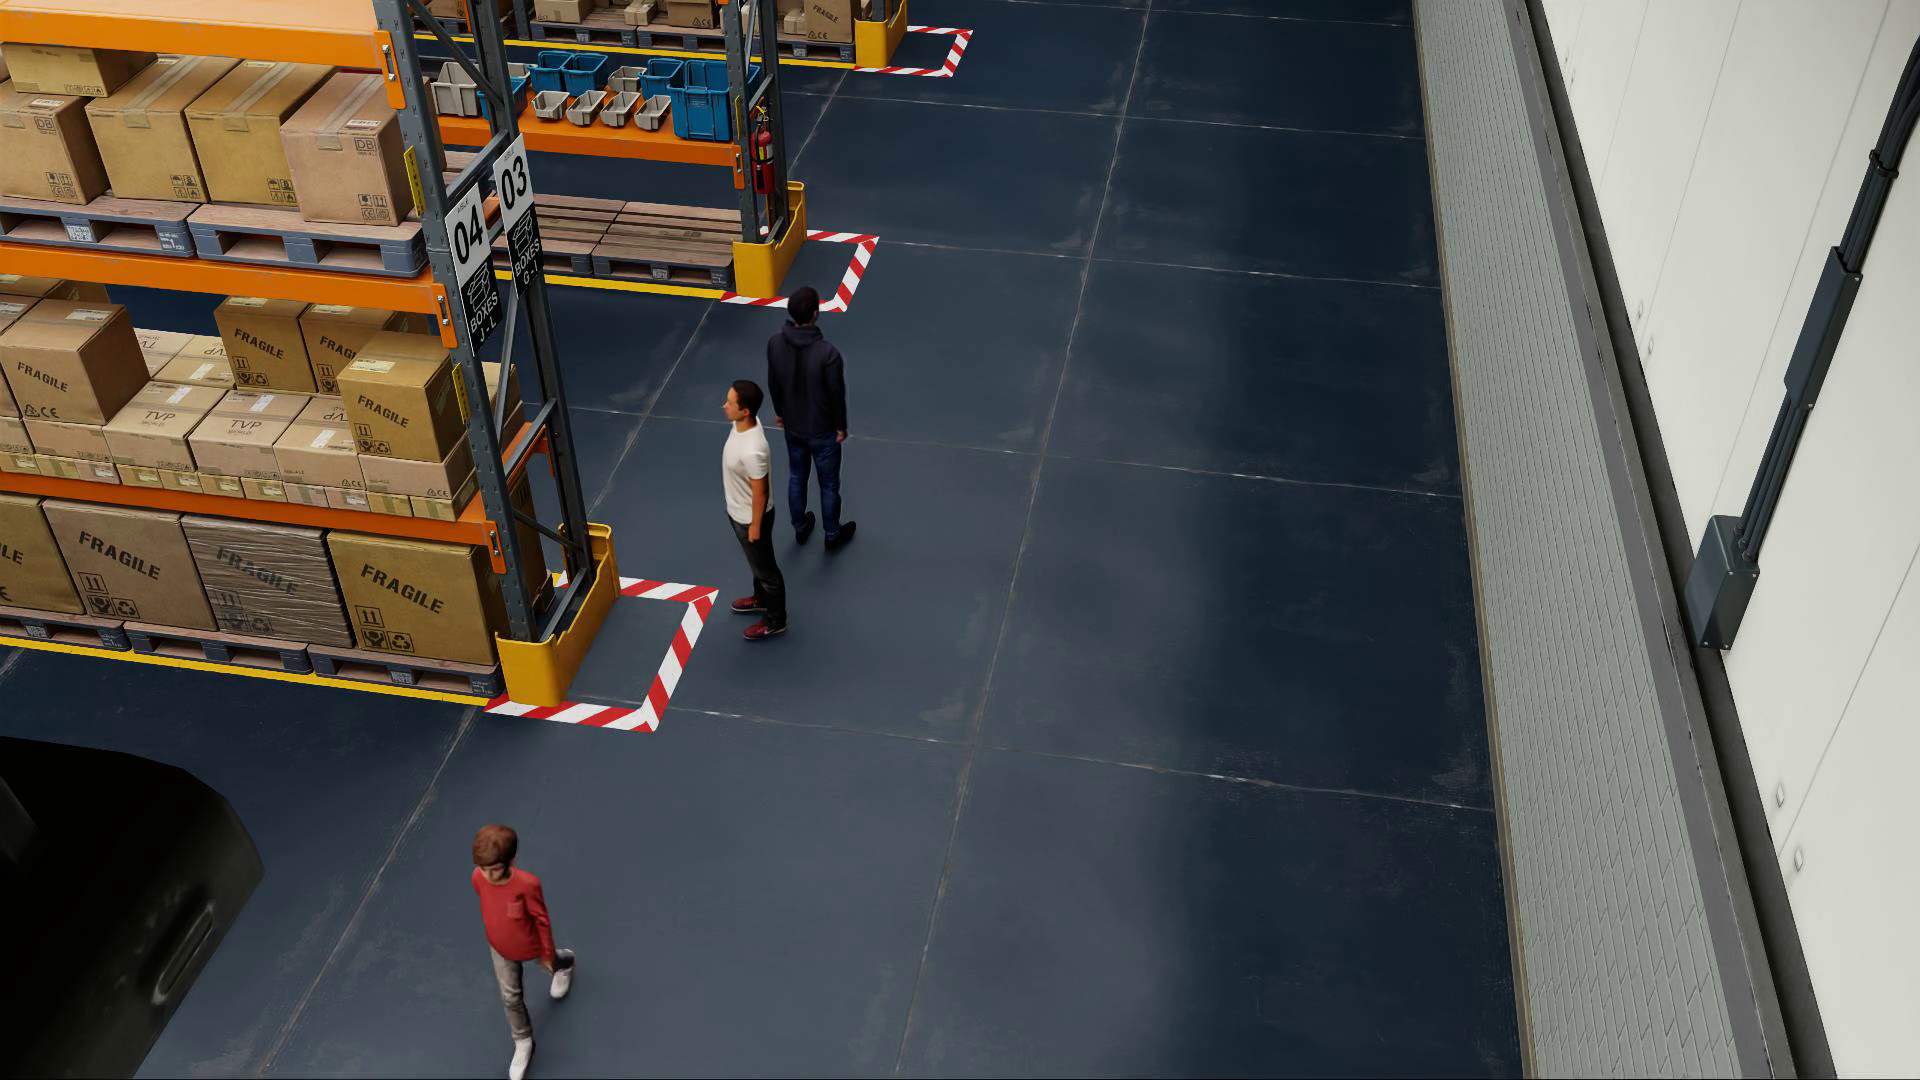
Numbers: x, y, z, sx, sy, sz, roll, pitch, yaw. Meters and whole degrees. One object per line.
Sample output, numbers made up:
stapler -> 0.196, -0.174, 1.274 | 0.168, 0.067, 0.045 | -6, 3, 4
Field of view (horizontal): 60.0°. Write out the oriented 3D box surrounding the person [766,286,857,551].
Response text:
person -> -0.970, -0.758, 10.706 | 0.598, 1.894, 0.783 | 15, 41, 18

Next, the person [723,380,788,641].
person -> -1.246, -0.198, 10.062 | 0.702, 1.805, 0.714 | -11, 39, -14

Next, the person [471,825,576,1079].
person -> -2.039, 1.812, 7.826 | 0.870, 1.394, 0.584 | 5, 38, 6
